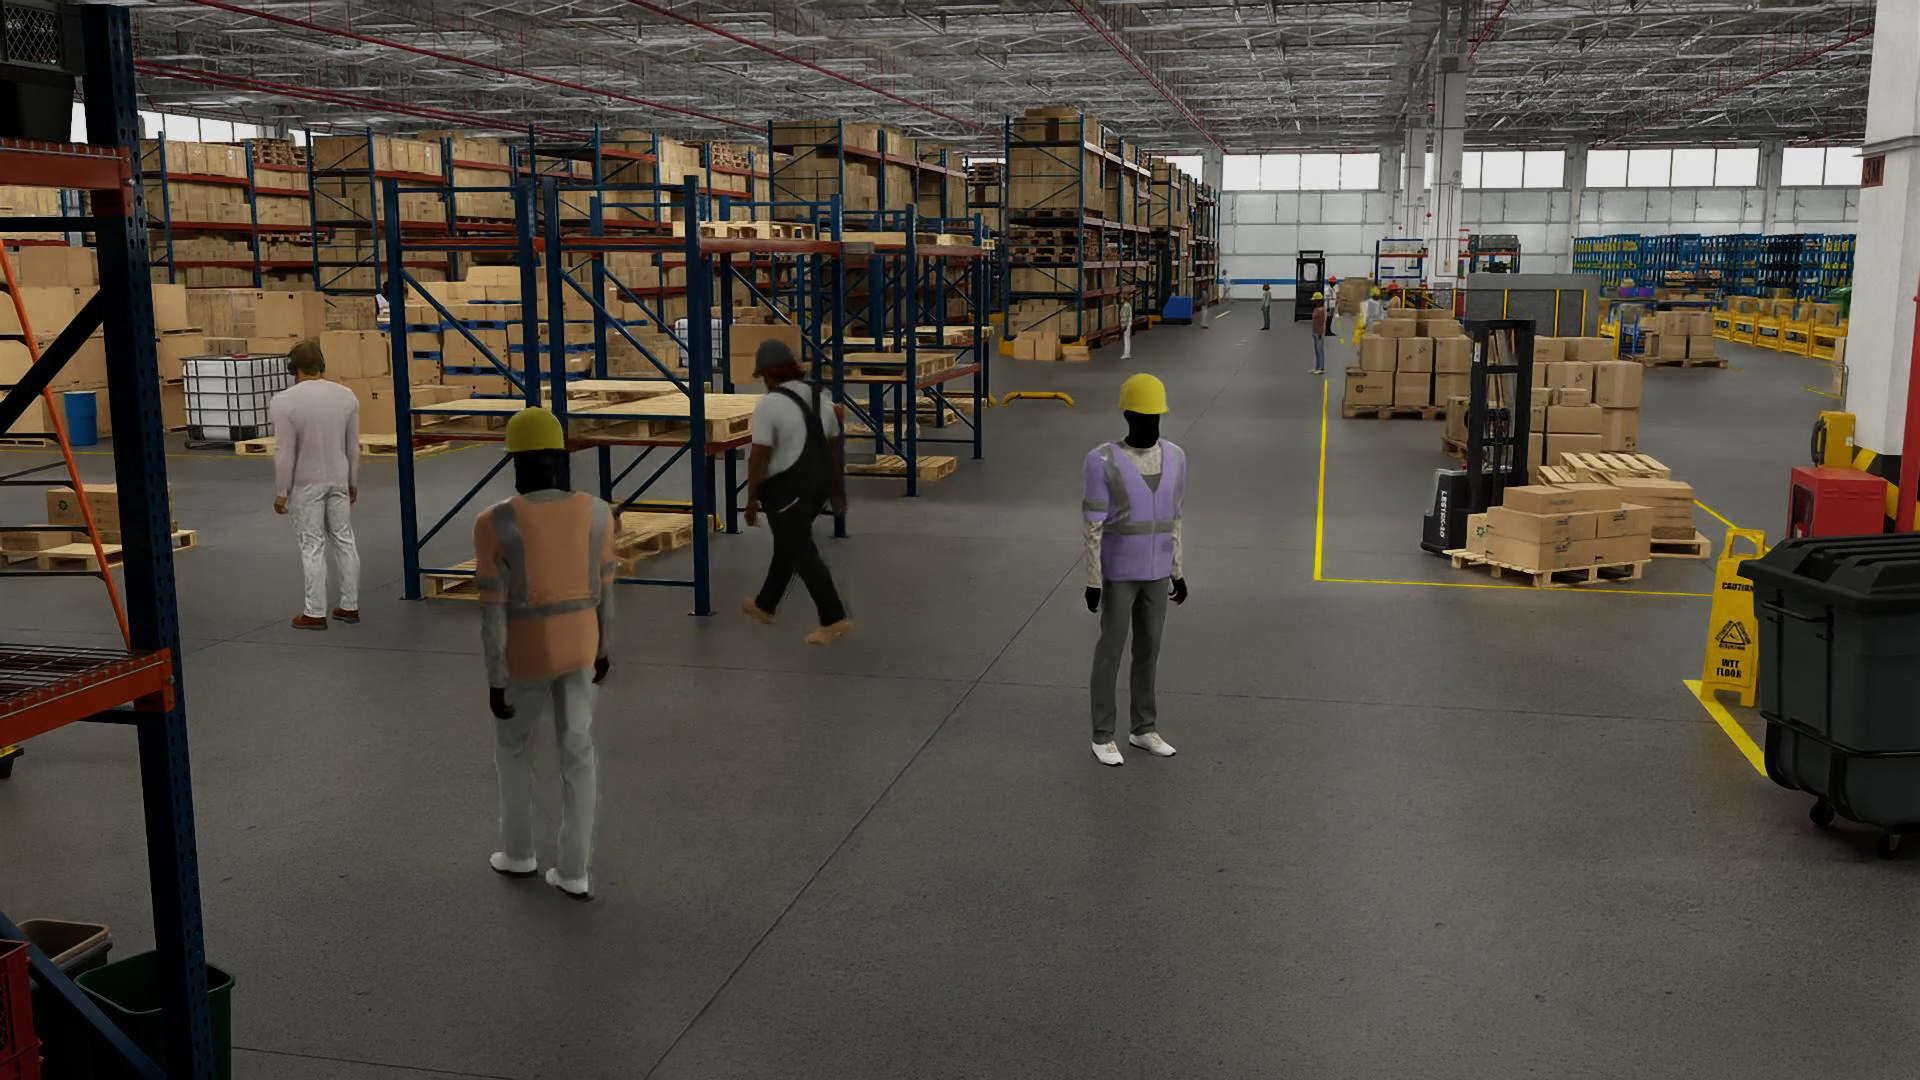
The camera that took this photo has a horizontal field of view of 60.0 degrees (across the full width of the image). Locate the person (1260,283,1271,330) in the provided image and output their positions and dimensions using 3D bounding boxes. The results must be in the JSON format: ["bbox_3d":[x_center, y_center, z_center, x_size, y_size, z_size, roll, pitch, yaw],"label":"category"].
[{"bbox_3d":[10.710,-8.163,58.232,0.280,1.633,0.500,8,12,38],"label":"person"}]

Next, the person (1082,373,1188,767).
[{"bbox_3d":[0.877,0.143,8.179,0.594,1.924,0.382,-5,11,-29],"label":"person"}]

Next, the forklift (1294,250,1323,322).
[{"bbox_3d":[13.778,-10.002,65.433,1.129,2.768,1.873,2,10,12],"label":"forklift"}]

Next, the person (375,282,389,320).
[{"bbox_3d":[-14.478,-5.574,42.090,0.587,1.911,0.398,-5,11,-26],"label":"person"}]

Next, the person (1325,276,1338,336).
[{"bbox_3d":[11.993,-7.548,53.692,0.363,1.935,0.553,6,11,32],"label":"person"}]

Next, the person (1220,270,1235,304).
[{"bbox_3d":[14.795,-14.007,92.110,1.021,1.890,0.653,4,10,21],"label":"person"}]

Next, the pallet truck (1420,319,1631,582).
[{"bbox_3d":[4.543,-0.757,13.299,0.823,1.965,1.885,-4,10,-22],"label":"pallet truck"}]

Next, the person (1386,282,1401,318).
[{"bbox_3d":[10.097,-5.045,38.867,0.362,1.938,0.545,4,10,24],"label":"person"}]

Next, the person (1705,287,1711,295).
[{"bbox_3d":[38.624,-12.929,85.851,0.563,1.837,0.389,2,10,13],"label":"person"}]

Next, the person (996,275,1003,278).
[{"bbox_3d":[2.119,-13.075,86.787,0.632,1.821,0.713,1,10,7],"label":"person"}]

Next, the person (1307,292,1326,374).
[{"bbox_3d":[7.739,-4.476,36.005,0.327,1.769,0.525,-1,10,-3],"label":"person"}]

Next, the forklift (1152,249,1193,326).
[{"bbox_3d":[7.646,-9.320,61.395,1.873,2.768,1.129,2,10,11],"label":"forklift"}]

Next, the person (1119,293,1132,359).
[{"bbox_3d":[4.132,-5.326,41.418,0.313,1.637,0.513,1,10,5],"label":"person"}]

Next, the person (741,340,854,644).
[{"bbox_3d":[-1.099,-0.377,10.919,1.065,2.000,0.725,6,11,32],"label":"person"}]

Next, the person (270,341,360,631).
[{"bbox_3d":[-4.303,-0.359,11.138,0.371,1.933,0.627,7,12,36],"label":"person"}]

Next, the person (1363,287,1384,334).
[{"bbox_3d":[10.524,-5.573,42.466,0.581,1.791,0.951,-8,12,-38],"label":"person"}]

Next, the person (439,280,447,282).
[{"bbox_3d":[-12.104,-5.115,39.109,0.610,1.996,0.386,6,11,32],"label":"person"}]

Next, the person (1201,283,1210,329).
[{"bbox_3d":[8.740,-8.315,59.151,0.303,1.632,0.516,3,10,18],"label":"person"}]

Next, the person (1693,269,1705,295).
[{"bbox_3d":[35.461,-11.987,79.807,0.608,1.995,0.380,0,10,-2],"label":"person"}]

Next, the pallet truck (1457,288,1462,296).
[{"bbox_3d":[20.506,-9.785,68.819,0.653,1.274,1.630,2,10,12],"label":"pallet truck"}]

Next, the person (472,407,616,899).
[{"bbox_3d":[-1.652,0.427,6.544,0.610,1.902,0.701,-7,12,-35],"label":"person"}]
